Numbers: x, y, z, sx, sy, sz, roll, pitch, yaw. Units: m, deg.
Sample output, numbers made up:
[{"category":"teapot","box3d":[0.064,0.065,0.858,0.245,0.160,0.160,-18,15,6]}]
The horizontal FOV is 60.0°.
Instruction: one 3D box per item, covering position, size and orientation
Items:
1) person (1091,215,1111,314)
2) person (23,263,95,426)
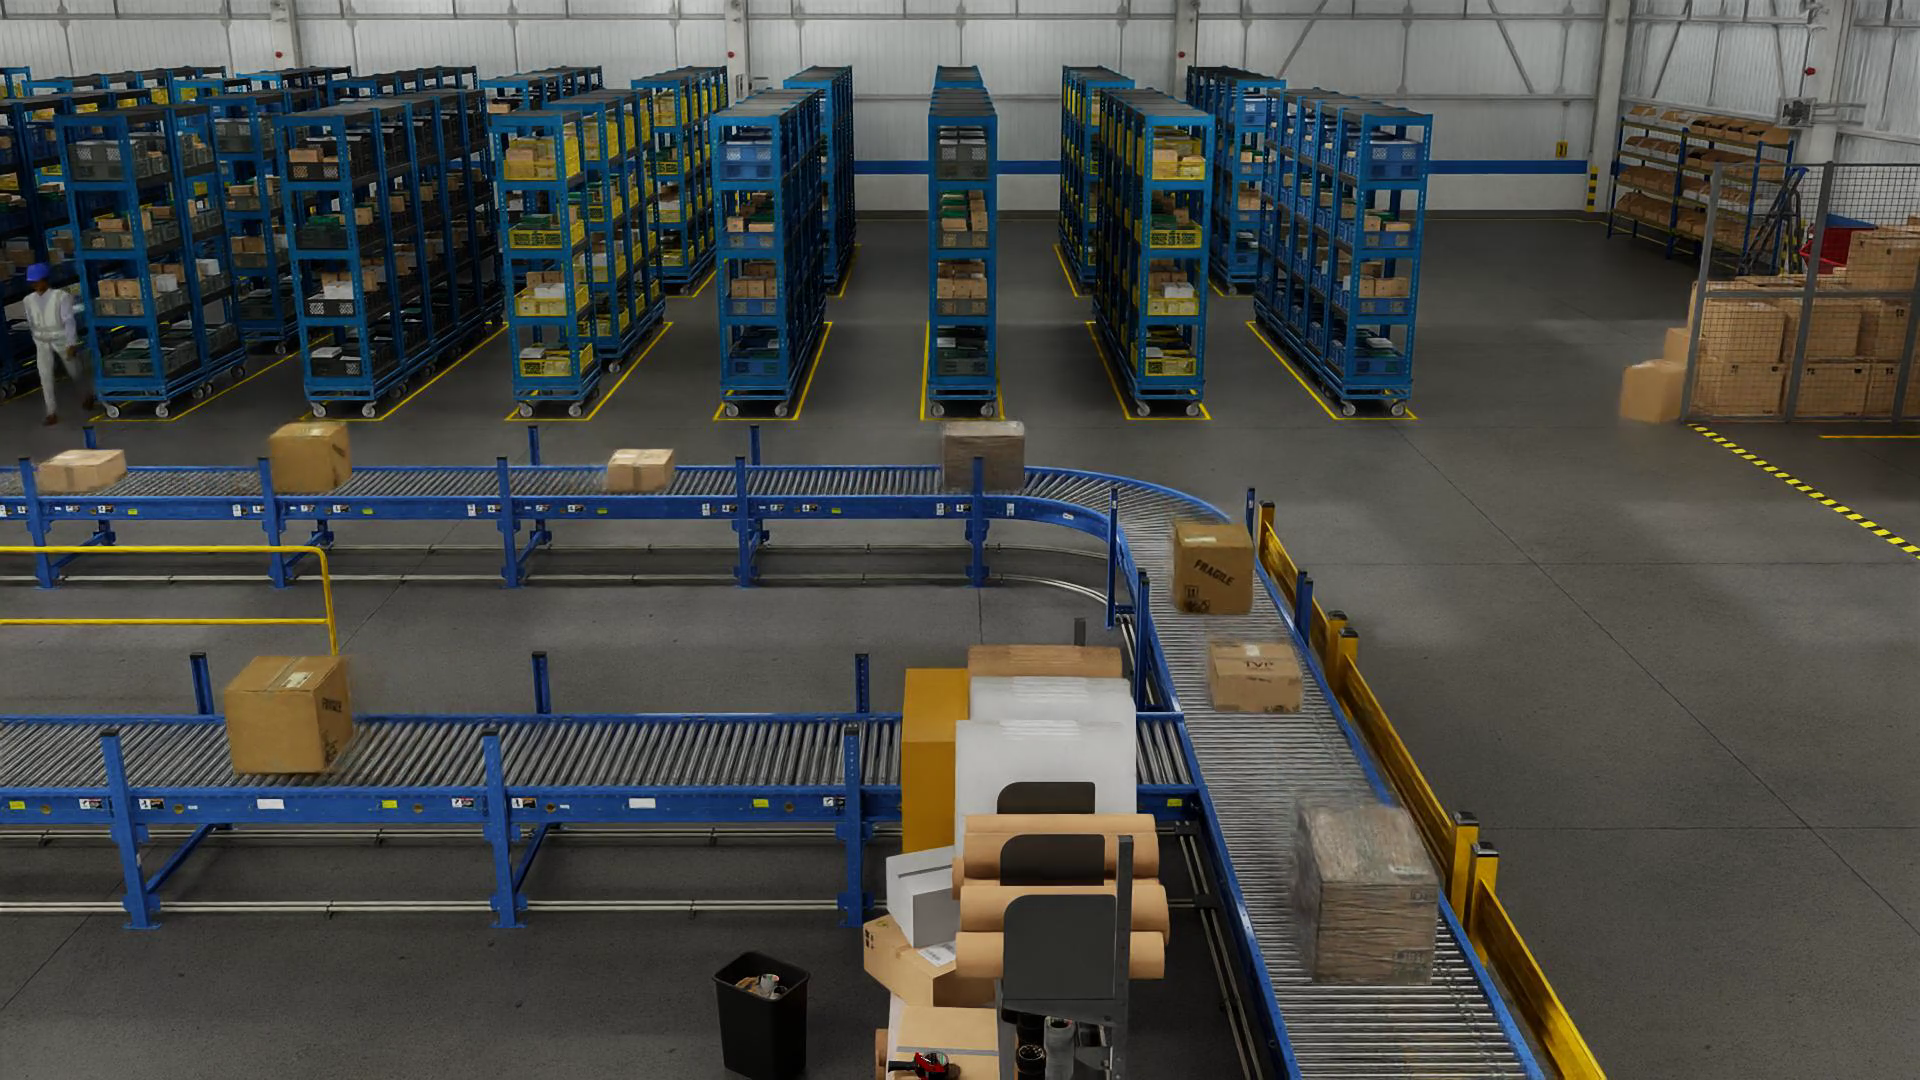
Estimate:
[{"category":"person","box3d":[2.322,-4.508,26.552,0.695,1.832,0.417,16,24,40]},{"category":"person","box3d":[-10.792,-2.382,19.897,0.596,1.909,0.927,-1,18,-4]}]
